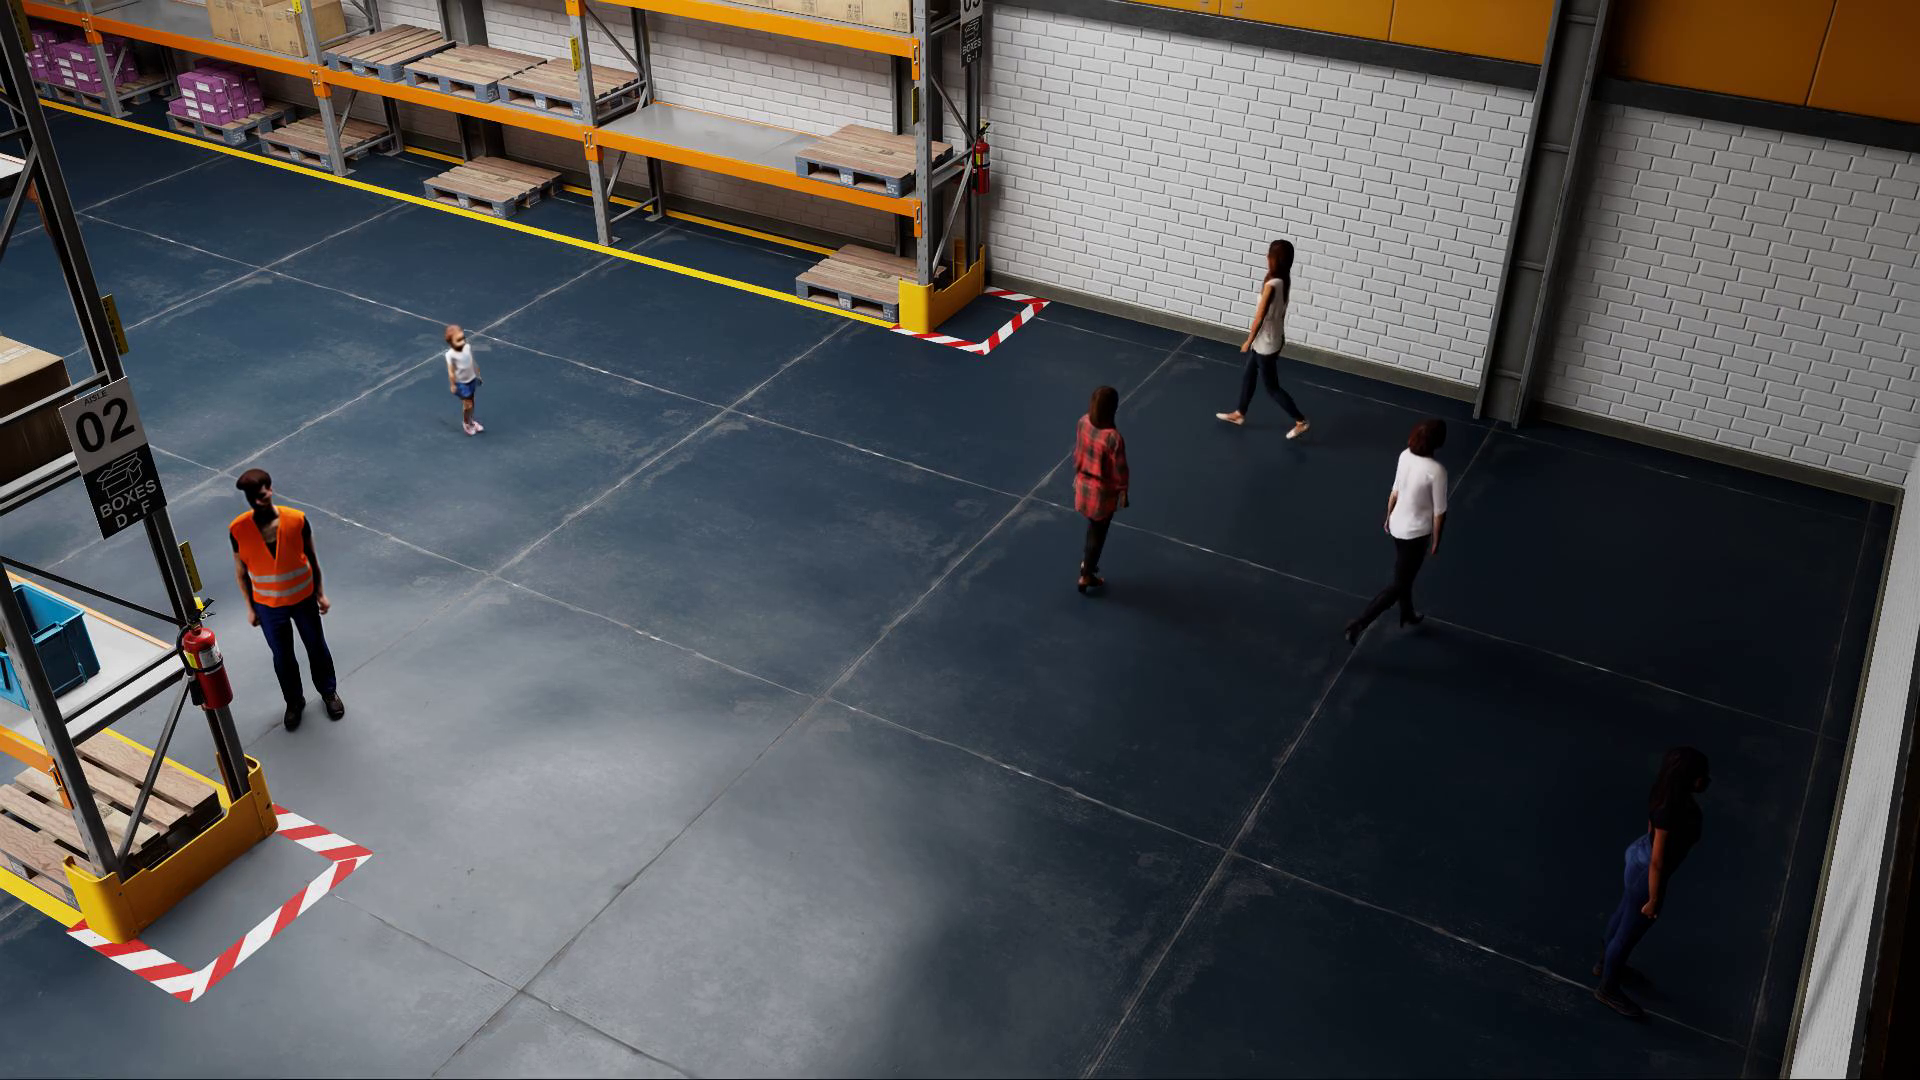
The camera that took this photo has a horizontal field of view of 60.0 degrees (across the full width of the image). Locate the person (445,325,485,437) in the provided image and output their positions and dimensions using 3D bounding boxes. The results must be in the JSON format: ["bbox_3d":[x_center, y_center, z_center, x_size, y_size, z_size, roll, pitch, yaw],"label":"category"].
[{"bbox_3d":[-4.277,-1.394,14.237,0.410,1.014,0.414,18,38,25],"label":"person"}]

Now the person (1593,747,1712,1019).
[{"bbox_3d":[3.644,1.776,8.813,0.561,1.740,0.581,13,36,18],"label":"person"}]

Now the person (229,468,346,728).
[{"bbox_3d":[-4.393,0.352,10.822,0.781,1.888,0.823,-12,36,-18],"label":"person"}]

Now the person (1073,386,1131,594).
[{"bbox_3d":[0.934,-0.334,12.031,0.784,1.692,0.677,-23,40,-30],"label":"person"}]

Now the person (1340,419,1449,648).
[{"bbox_3d":[3.019,-0.005,11.466,1.032,1.769,1.102,-16,37,-23],"label":"person"}]

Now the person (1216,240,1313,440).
[{"bbox_3d":[2.666,-1.627,13.921,1.099,1.754,0.664,13,36,19],"label":"person"}]
